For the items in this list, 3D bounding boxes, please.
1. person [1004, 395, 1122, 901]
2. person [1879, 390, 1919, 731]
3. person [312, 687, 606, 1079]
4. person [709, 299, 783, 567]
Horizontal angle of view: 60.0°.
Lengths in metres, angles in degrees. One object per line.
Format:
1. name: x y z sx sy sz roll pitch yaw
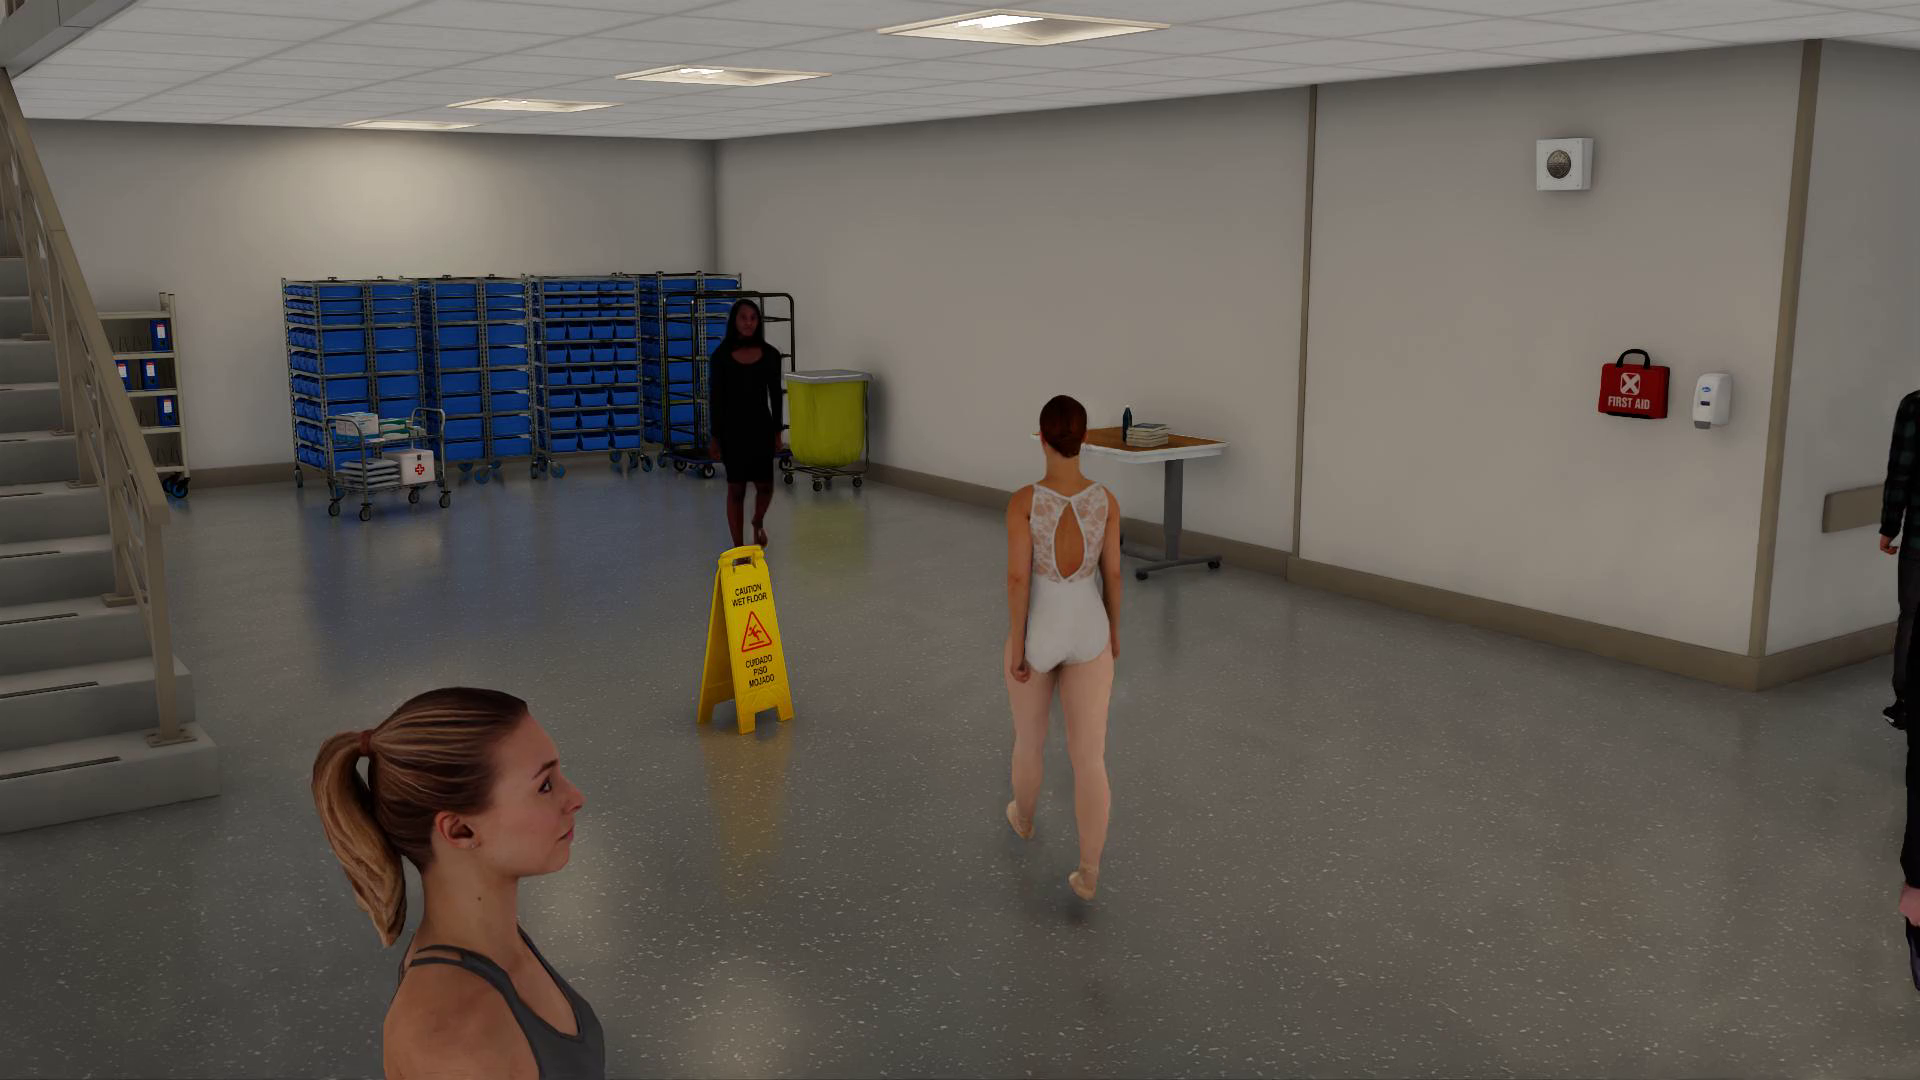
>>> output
1. person: 0.355 0.383 5.382 0.874 1.593 1.145 -2 11 -10
2. person: 4.044 -0.069 6.776 0.674 1.714 0.790 5 12 25
3. person: -0.546 0.988 1.893 0.762 1.704 0.723 -2 11 -12
4. person: -1.380 -0.677 10.658 0.768 1.709 0.832 -2 11 -12
